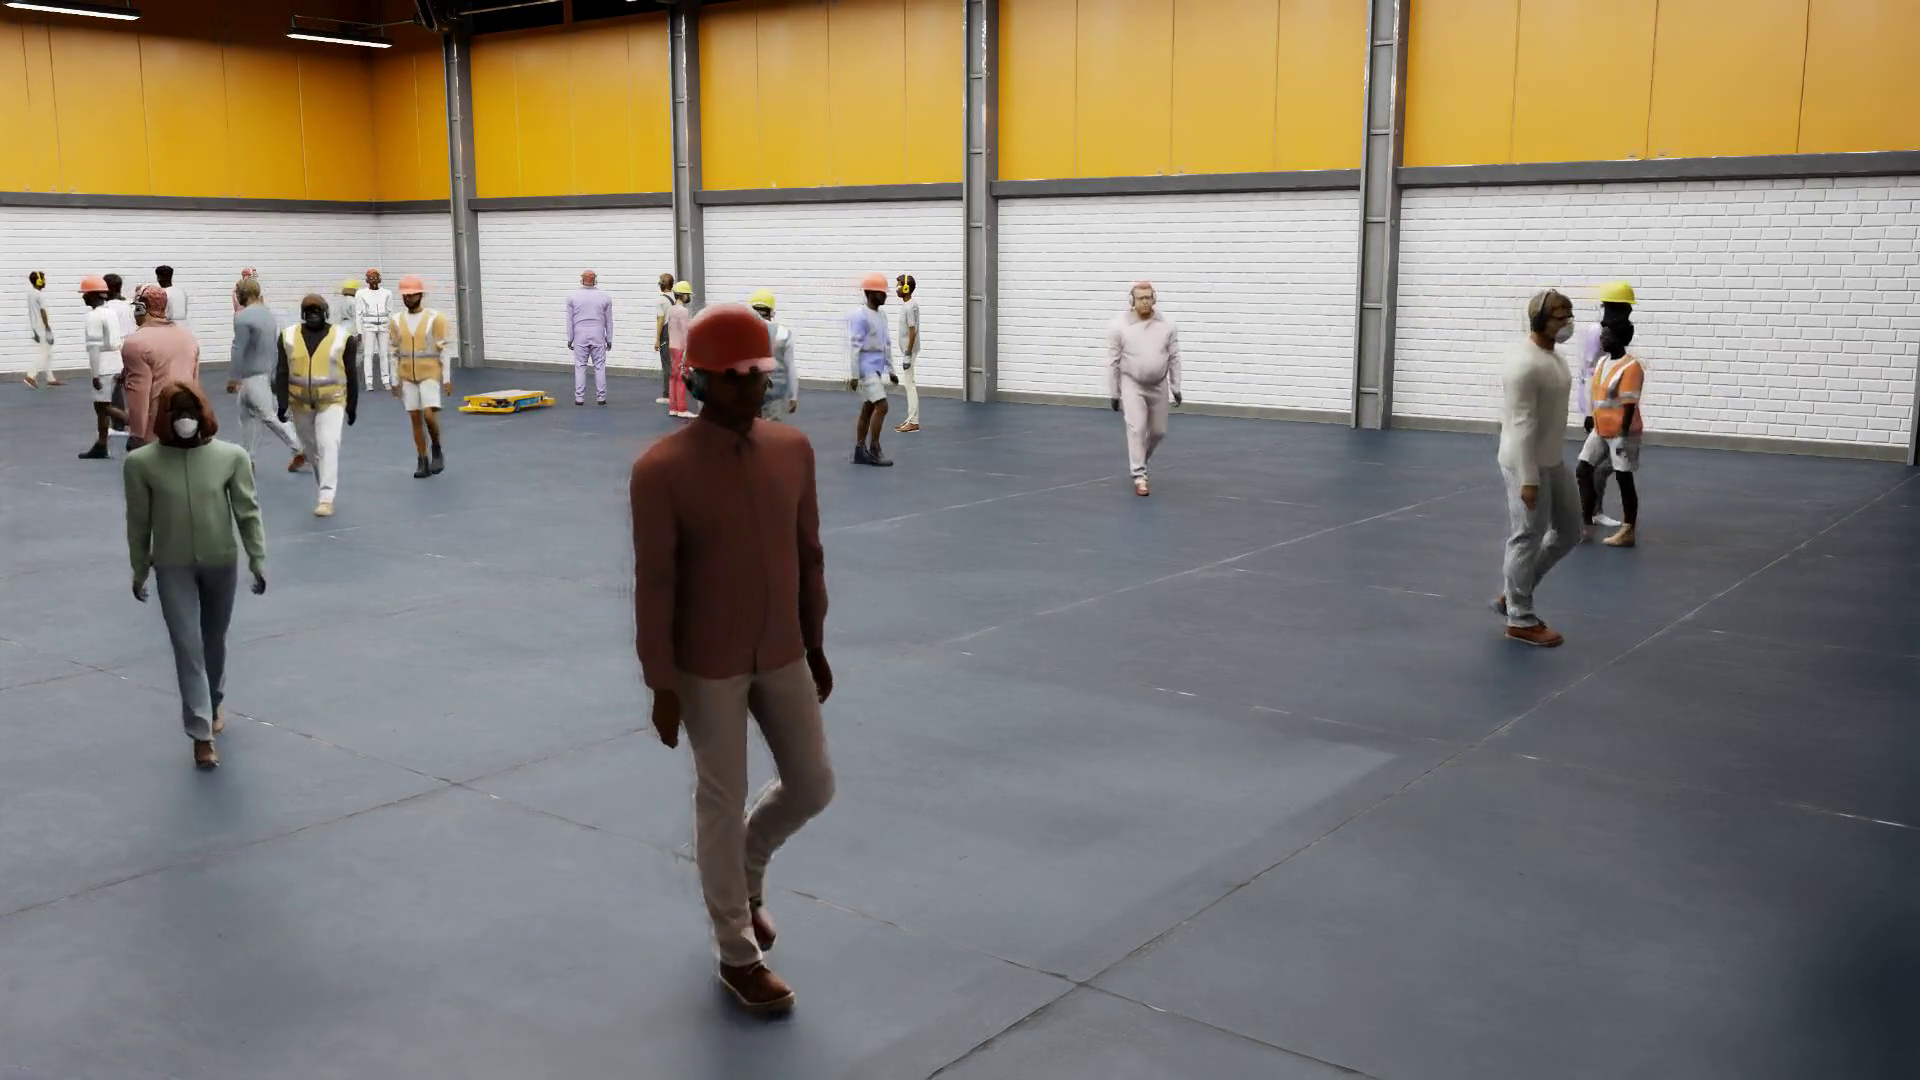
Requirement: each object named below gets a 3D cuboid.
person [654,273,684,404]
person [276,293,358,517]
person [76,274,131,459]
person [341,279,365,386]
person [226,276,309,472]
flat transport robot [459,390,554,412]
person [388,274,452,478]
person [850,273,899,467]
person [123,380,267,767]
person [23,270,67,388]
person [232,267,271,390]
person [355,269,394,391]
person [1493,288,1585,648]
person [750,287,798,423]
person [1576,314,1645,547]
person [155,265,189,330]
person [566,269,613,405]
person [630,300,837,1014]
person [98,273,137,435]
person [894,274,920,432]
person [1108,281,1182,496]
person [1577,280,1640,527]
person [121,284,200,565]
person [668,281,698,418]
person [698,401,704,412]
[{"bbox_3d":[-4.122,-2.849,23.557,0.345,1.847,0.508,7,12,35],"label":"person"},{"bbox_3d":[-5.277,-1.136,13.721,0.617,1.809,0.941,-1,10,-6],"label":"person"},{"bbox_3d":[-8.692,-1.763,17.061,0.805,1.912,0.548,-1,10,-3],"label":"person"},{"bbox_3d":[-9.659,-3.273,26.378,0.579,1.715,0.427,9,14,44],"label":"person"},{"bbox_3d":[-6.746,-1.595,16.103,0.966,1.906,0.631,0,10,-1],"label":"person"},{"bbox_3d":[-6.136,-1.890,22.550,0.652,0.197,1.431,2,10,13],"label":"flat transport robot"},{"bbox_3d":[-5.102,-1.535,15.676,0.576,1.923,0.400,1,10,5],"label":"person"},{"bbox_3d":[-0.814,-1.688,16.583,0.657,1.913,0.546,4,10,20],"label":"person"},{"bbox_3d":[-3.238,0.109,7.077,0.514,1.587,0.850,-6,11,-30],"label":"person"},{"bbox_3d":[-14.620,-3.336,26.437,0.563,1.892,0.571,-9,13,-42],"label":"person"},{"bbox_3d":[-10.961,-3.266,25.809,0.646,1.908,0.408,7,12,35],"label":"person"},{"bbox_3d":[-9.059,-3.252,25.802,0.586,1.879,0.341,-6,12,-33],"label":"person"},{"bbox_3d":[3.108,-0.373,8.905,0.436,1.927,0.662,8,12,38],"label":"person"},{"bbox_3d":[-1.732,-1.308,14.664,0.624,1.816,0.439,0,10,2],"label":"person"},{"bbox_3d":[4.609,-0.770,11.917,0.663,1.671,0.556,-2,10,-9],"label":"person"},{"bbox_3d":[-11.340,-2.967,23.908,0.400,1.962,0.615,3,10,19],"label":"person"},{"bbox_3d":[-5.195,-2.838,23.359,0.646,1.901,0.401,-3,10,-14],"label":"person"},{"bbox_3d":[-0.635,0.325,4.669,0.650,1.982,0.459,-9,13,-42],"label":"person"},{"bbox_3d":[-9.678,-2.157,19.386,0.761,1.902,0.601,0,10,-1],"label":"person"},{"bbox_3d":[-0.637,-2.224,19.852,0.317,1.870,0.531,-1,10,-3],"label":"person"},{"bbox_3d":[1.623,-1.362,14.802,0.651,1.881,0.775,-2,10,-11],"label":"person"},{"bbox_3d":[4.985,-1.035,12.810,0.420,1.908,0.607,7,12,34],"label":"person"},{"bbox_3d":[-5.458,-0.782,11.349,0.400,1.910,0.643,2,10,14],"label":"person"},{"bbox_3d":[-3.598,-2.461,21.537,0.327,1.765,0.528,-6,11,-31],"label":"person"},{"bbox_3d":[-1.617,-0.599,11.163,0.391,1.594,0.556,-4,11,-23],"label":"person"}]
